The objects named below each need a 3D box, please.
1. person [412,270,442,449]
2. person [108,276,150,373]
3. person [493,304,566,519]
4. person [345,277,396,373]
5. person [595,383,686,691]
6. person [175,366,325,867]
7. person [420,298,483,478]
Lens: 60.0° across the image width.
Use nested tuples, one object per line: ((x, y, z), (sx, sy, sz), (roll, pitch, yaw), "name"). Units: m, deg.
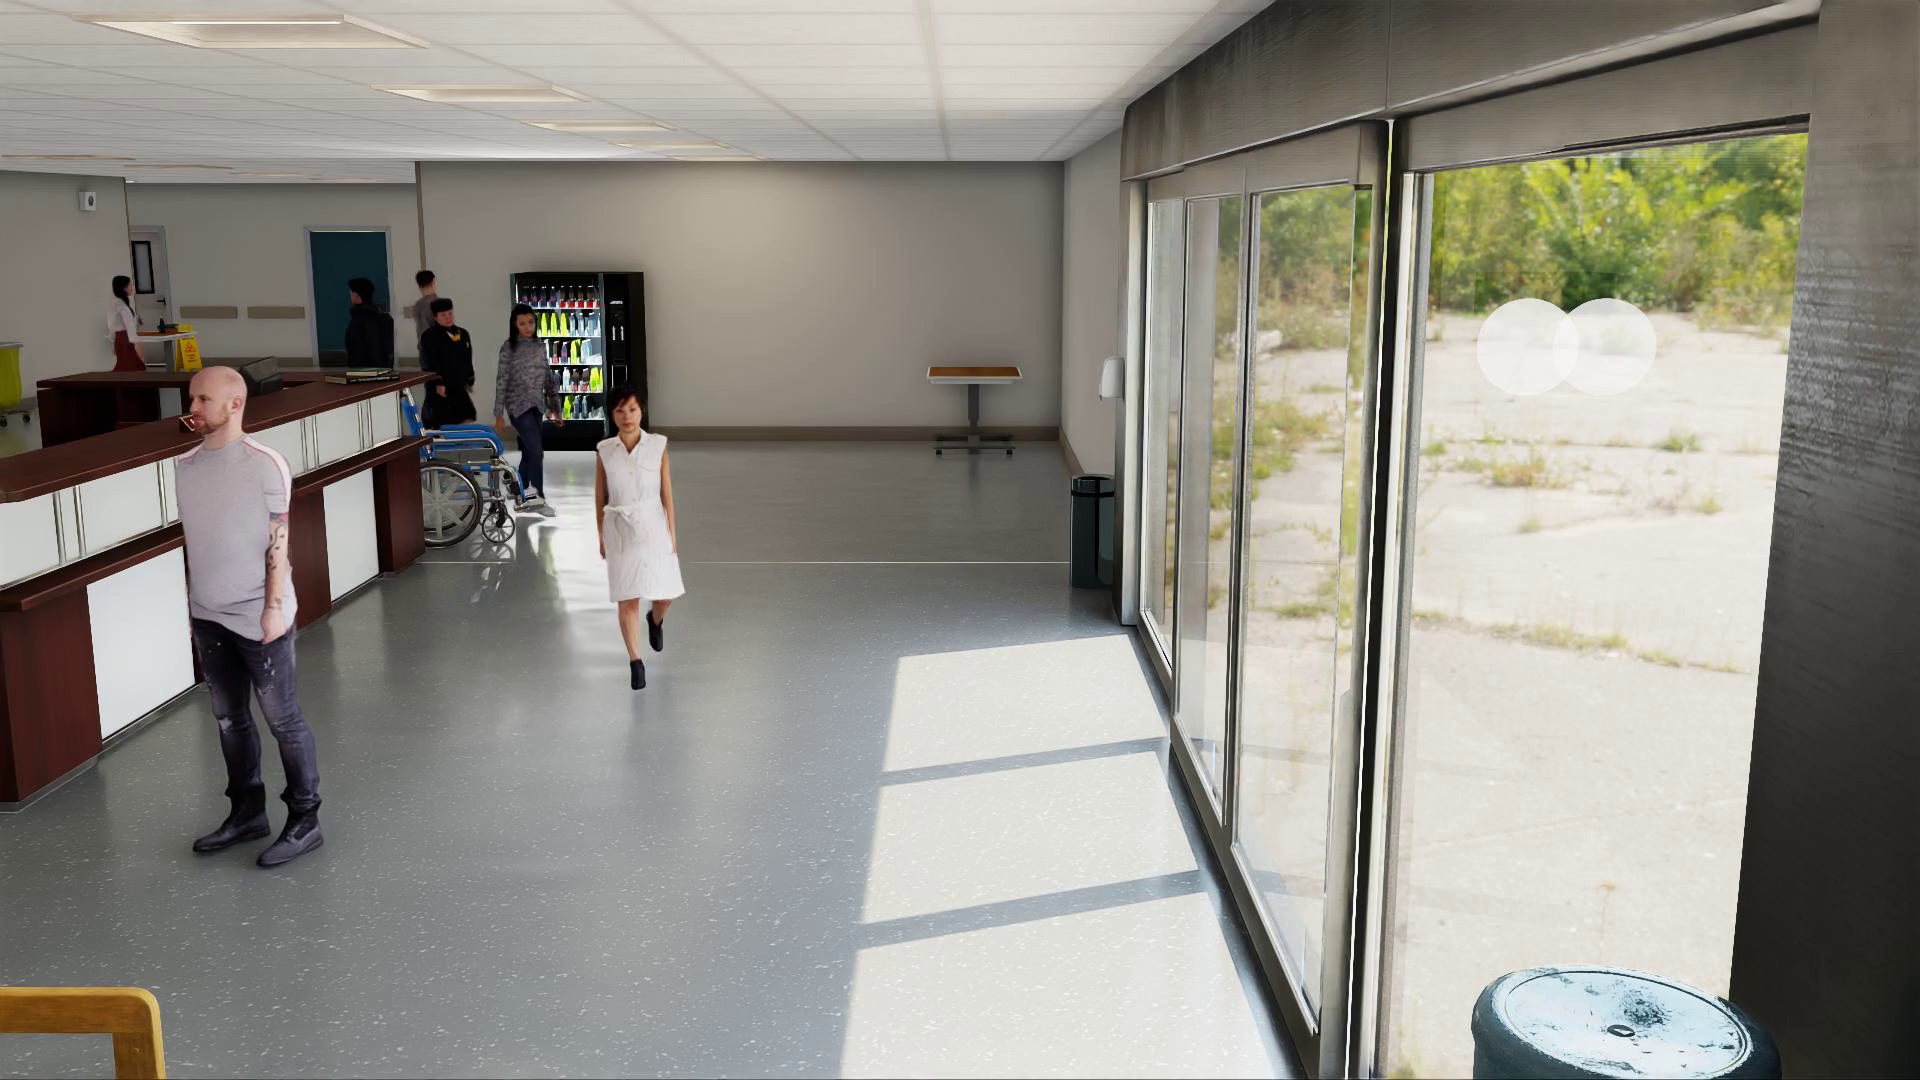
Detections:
((-5.408, -1.824, 17.099), (0.912, 1.859, 0.877), (-6, 12, -29), "person")
((-9.724, -2.142, 19.200), (1.184, 1.702, 1.031), (-8, 13, -35), "person")
((-3.518, -1.011, 13.244), (0.956, 1.700, 0.909), (6, 12, 28), "person")
((-5.041, -1.321, 14.422), (1.167, 1.869, 0.953), (5, 12, 24), "person")
((-1.638, -0.027, 8.483), (0.753, 1.542, 0.709), (-1, 11, -8), "person")
((-2.639, 0.267, 6.160), (0.655, 1.831, 0.790), (4, 12, 22), "person")
((-4.748, -1.382, 15.333), (0.889, 1.650, 0.837), (9, 14, 39), "person")
